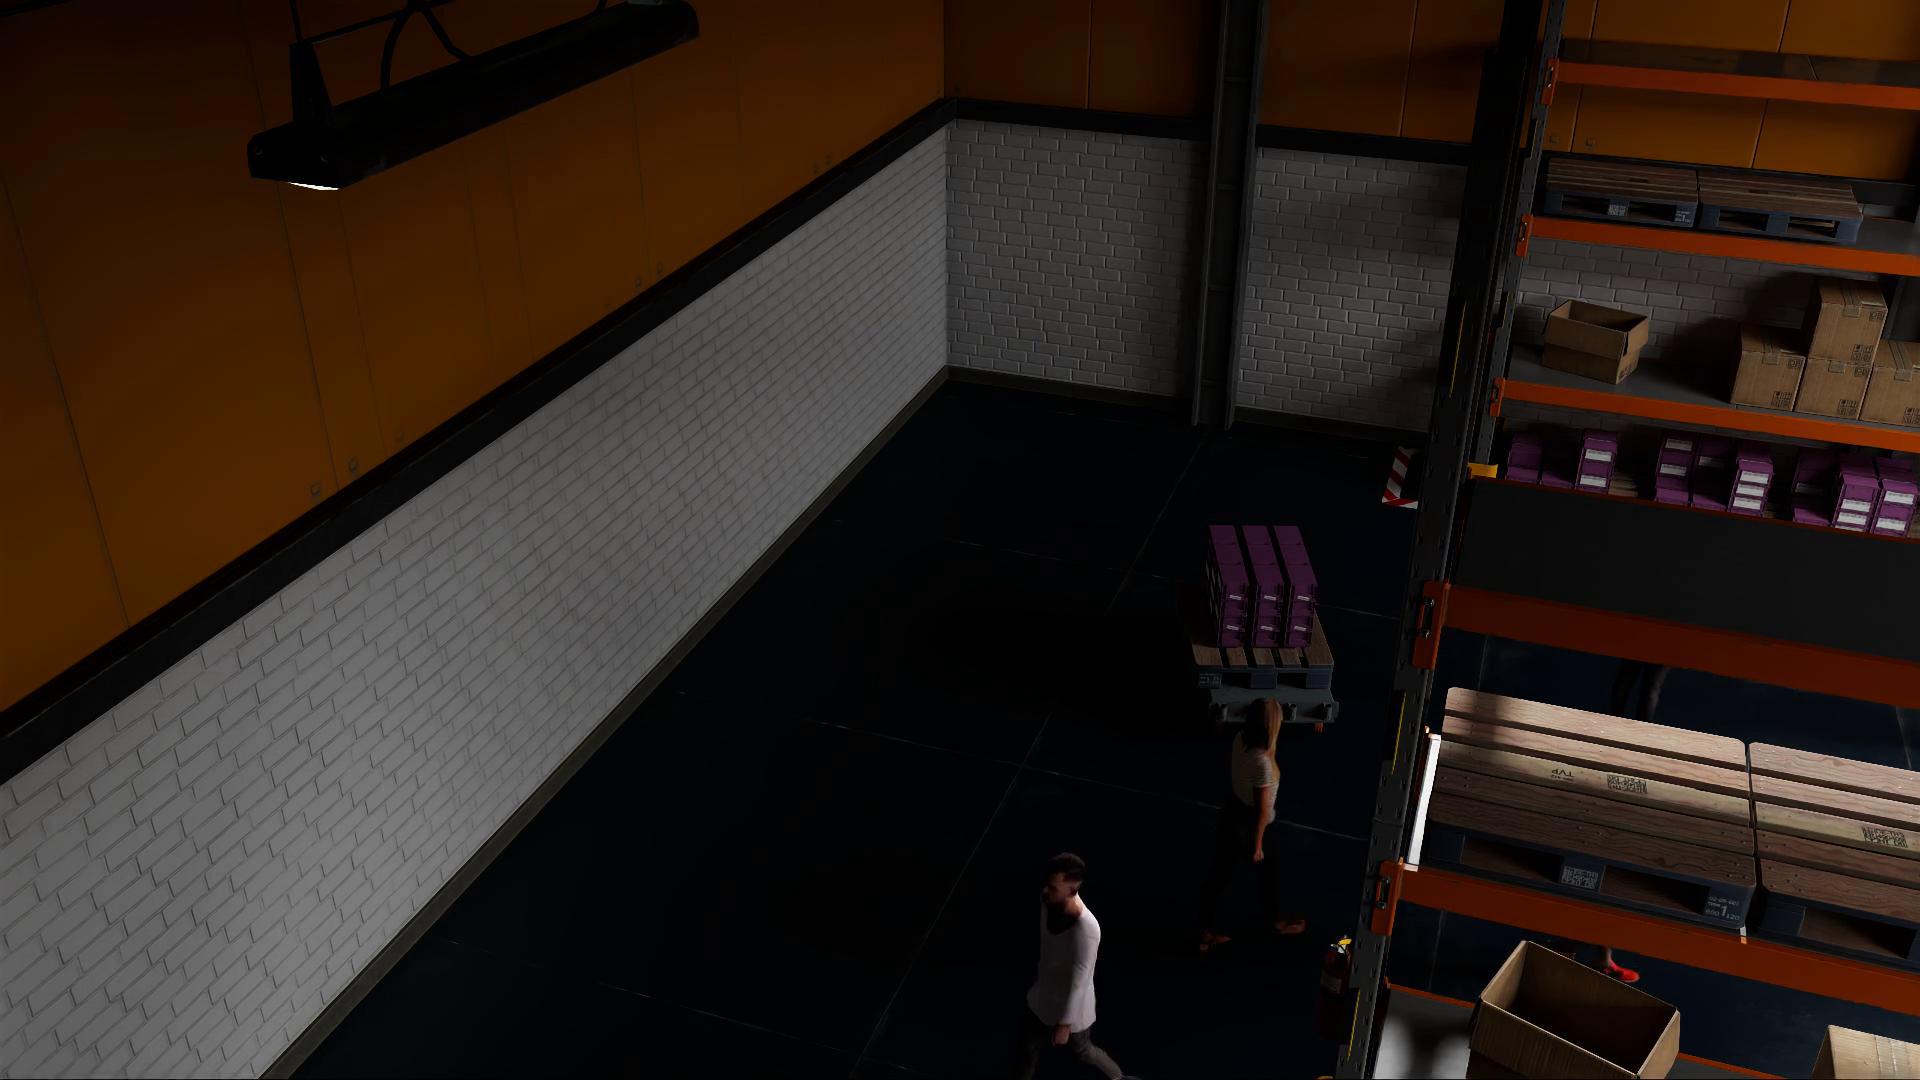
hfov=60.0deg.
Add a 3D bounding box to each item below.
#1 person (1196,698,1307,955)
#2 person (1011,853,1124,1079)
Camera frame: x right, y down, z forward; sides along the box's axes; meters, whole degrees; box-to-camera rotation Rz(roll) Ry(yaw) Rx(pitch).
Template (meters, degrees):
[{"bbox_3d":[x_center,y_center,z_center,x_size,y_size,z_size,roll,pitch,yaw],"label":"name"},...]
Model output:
[{"bbox_3d":[1.605,1.737,9.862,1.061,1.796,0.992,-12,31,-21],"label":"person"},{"bbox_3d":[0.613,2.373,8.692,1.201,1.800,1.161,-13,31,-23],"label":"person"}]
